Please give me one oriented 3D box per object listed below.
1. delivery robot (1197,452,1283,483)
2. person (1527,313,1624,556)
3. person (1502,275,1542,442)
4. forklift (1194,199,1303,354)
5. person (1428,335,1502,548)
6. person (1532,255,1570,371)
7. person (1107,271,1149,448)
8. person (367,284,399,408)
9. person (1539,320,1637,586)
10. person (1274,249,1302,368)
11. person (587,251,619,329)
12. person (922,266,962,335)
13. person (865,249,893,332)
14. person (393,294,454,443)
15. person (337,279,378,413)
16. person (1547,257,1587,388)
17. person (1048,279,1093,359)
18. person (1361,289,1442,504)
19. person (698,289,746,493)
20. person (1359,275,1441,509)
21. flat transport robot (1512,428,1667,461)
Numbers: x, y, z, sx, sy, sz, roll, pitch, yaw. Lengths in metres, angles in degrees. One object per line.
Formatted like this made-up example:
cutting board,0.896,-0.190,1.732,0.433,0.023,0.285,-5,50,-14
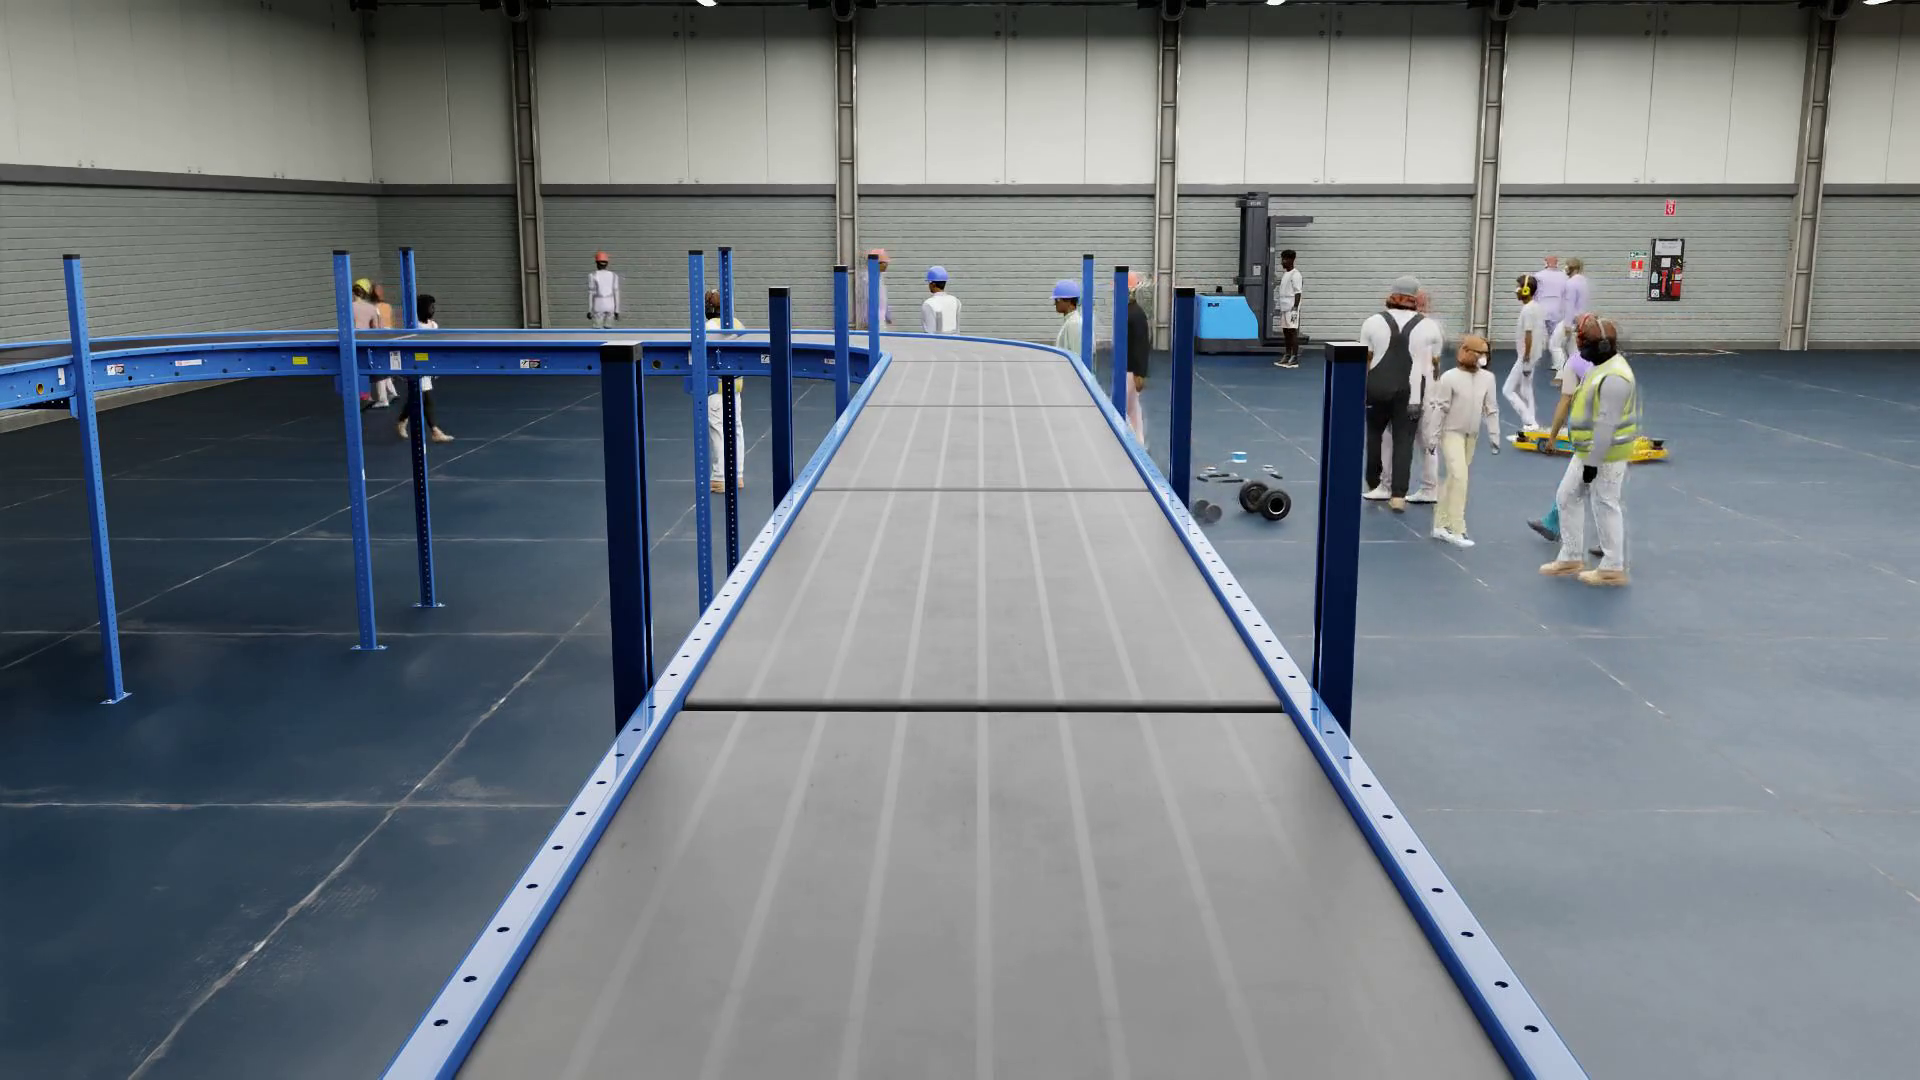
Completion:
delivery robot,2.349,-0.621,13.947,0.698,0.223,0.335,-3,11,-13
person,4.683,-0.806,12.524,0.586,1.780,0.978,-7,13,-32
person,6.301,-2.019,18.580,0.407,1.857,0.502,7,13,32
forklift,5.313,-4.851,30.603,1.873,2.768,1.129,0,11,1
person,3.890,-0.755,12.711,0.509,1.602,0.693,-6,12,-27
person,9.589,-3.705,27.211,0.857,1.879,0.546,-1,11,-3
person,1.663,-1.693,16.599,0.479,1.978,0.638,0,11,1
person,-7.648,-2.546,21.884,0.370,1.618,0.553,3,11,16
person,4.262,-0.583,11.307,0.693,1.811,0.639,2,11,9
person,5.515,-3.878,27.849,0.366,1.963,0.610,-2,11,-8
person,-6.067,-3.969,28.431,0.559,1.919,0.577,-9,14,-37
person,-0.231,-2.128,18.895,0.391,1.949,0.602,9,14,38
person,-1.128,-3.384,25.202,0.968,2.001,0.636,1,11,5
person,-6.094,-1.926,18.618,0.854,1.657,0.562,3,11,17
person,-7.684,-2.466,21.203,0.560,1.720,0.553,8,13,34
person,8.878,-3.178,24.368,0.600,1.916,0.651,8,14,36
person,0.995,-1.434,15.372,0.448,1.930,0.644,0,11,0
person,3.897,-1.261,14.611,0.777,1.874,0.685,7,13,33
person,-2.215,-1.370,15.279,0.430,1.845,0.624,6,13,28
person,3.822,-1.307,14.555,0.697,2.000,0.946,2,11,12
flat transport robot,6.693,-1.036,17.719,0.652,0.197,1.431,-8,14,-36
